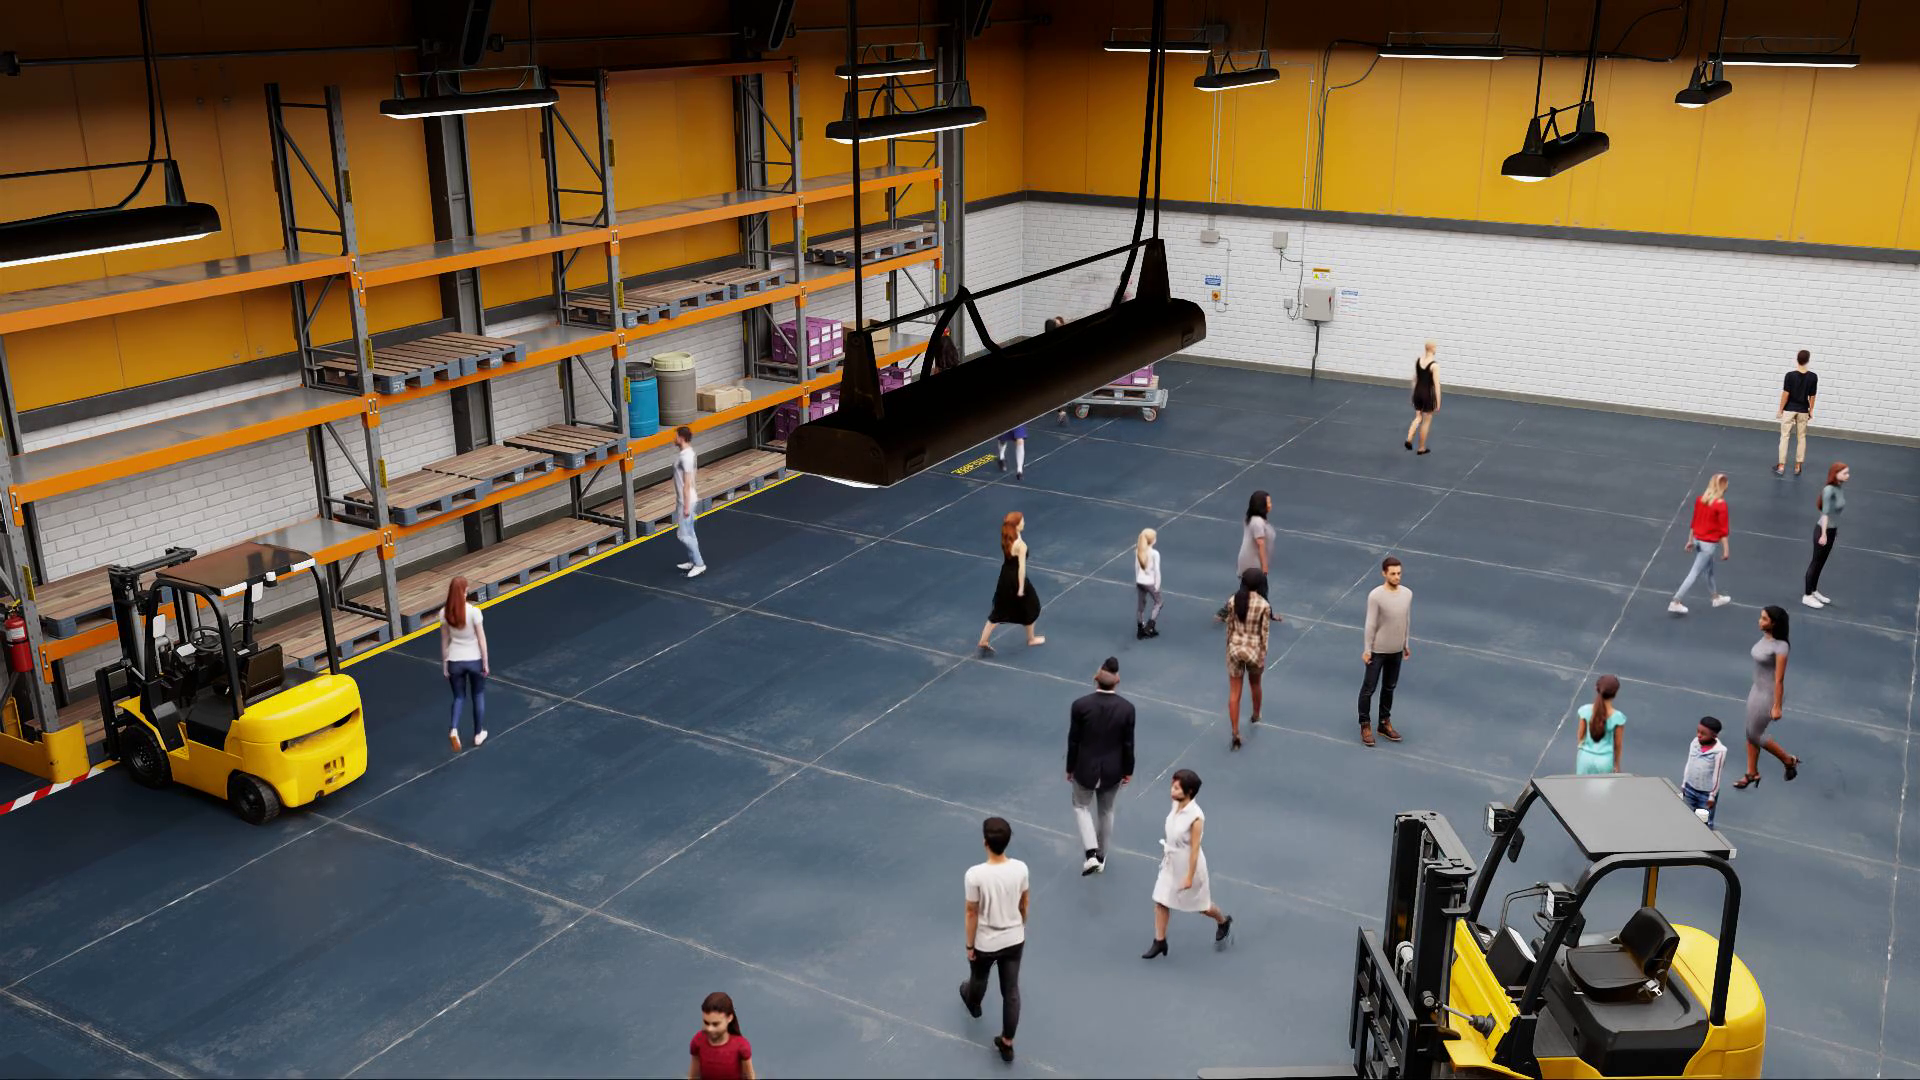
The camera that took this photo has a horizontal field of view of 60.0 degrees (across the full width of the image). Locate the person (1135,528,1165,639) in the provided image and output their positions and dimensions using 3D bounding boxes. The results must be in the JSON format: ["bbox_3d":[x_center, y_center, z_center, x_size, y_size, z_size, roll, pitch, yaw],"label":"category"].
[{"bbox_3d":[2.047,0.497,18.488,0.549,1.274,0.567,16,25,40],"label":"person"}]

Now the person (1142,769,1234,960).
[{"bbox_3d":[1.744,2.421,12.378,1.052,1.526,0.891,-9,21,-26],"label":"person"}]

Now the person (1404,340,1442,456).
[{"bbox_3d":[7.079,-2.173,25.577,0.869,1.809,0.829,-12,22,-32],"label":"person"}]

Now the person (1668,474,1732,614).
[{"bbox_3d":[8.505,0.088,19.105,1.197,1.655,1.110,-6,19,-16],"label":"person"}]

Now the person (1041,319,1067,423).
[{"bbox_3d":[1.515,-2.784,27.548,1.056,1.709,0.896,-15,24,-38],"label":"person"}]

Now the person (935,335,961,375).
[{"bbox_3d":[-0.212,-2.494,26.838,0.681,1.612,0.736,-4,19,-11],"label":"person"}]

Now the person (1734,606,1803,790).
[{"bbox_3d":[7.301,1.450,14.886,0.859,1.767,0.846,0,19,0],"label":"person"}]

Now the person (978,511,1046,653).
[{"bbox_3d":[0.500,0.483,18.037,1.145,1.587,0.860,-13,23,-35],"label":"person"}]

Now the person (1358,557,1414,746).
[{"bbox_3d":[4.081,1.041,15.945,0.723,1.866,0.805,-7,20,-19],"label":"person"}]

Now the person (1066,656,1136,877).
[{"bbox_3d":[1.128,1.858,13.399,0.958,1.941,1.047,-1,19,-2],"label":"person"}]

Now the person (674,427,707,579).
[{"bbox_3d":[-3.345,-0.470,20.469,0.907,1.841,0.784,-4,19,-11],"label":"person"}]

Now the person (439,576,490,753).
[{"bbox_3d":[-4.684,1.212,15.666,0.833,1.719,1.006,0,19,1],"label":"person"}]

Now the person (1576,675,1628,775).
[{"bbox_3d":[5.317,1.888,13.935,0.564,1.544,0.597,9,21,25],"label":"person"}]

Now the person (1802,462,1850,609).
[{"bbox_3d":[10.135,-0.076,19.455,0.551,1.742,0.701,-17,25,-41],"label":"person"}]

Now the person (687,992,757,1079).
[{"bbox_3d":[-1.361,3.293,9.810,0.772,1.513,1.077,3,19,10],"label":"person"}]

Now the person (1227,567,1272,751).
[{"bbox_3d":[2.684,1.156,15.776,0.660,1.755,1.019,7,20,21],"label":"person"}]

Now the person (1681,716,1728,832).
[{"bbox_3d":[6.215,2.052,13.896,0.619,1.257,0.573,-9,21,-26],"label":"person"}]

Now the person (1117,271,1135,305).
[{"bbox_3d":[2.995,-4.069,30.697,0.955,1.840,0.887,-4,19,-12],"label":"person"}]

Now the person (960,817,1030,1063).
[{"bbox_3d":[0.271,2.721,11.233,1.047,1.689,1.106,-5,19,-15],"label":"person"}]

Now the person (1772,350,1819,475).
[{"bbox_3d":[12.418,-1.900,24.696,0.700,1.854,0.651,3,19,9],"label":"person"}]

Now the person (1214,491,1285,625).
[{"bbox_3d":[3.247,0.240,18.782,1.030,1.574,1.091,0,19,-1],"label":"person"}]
